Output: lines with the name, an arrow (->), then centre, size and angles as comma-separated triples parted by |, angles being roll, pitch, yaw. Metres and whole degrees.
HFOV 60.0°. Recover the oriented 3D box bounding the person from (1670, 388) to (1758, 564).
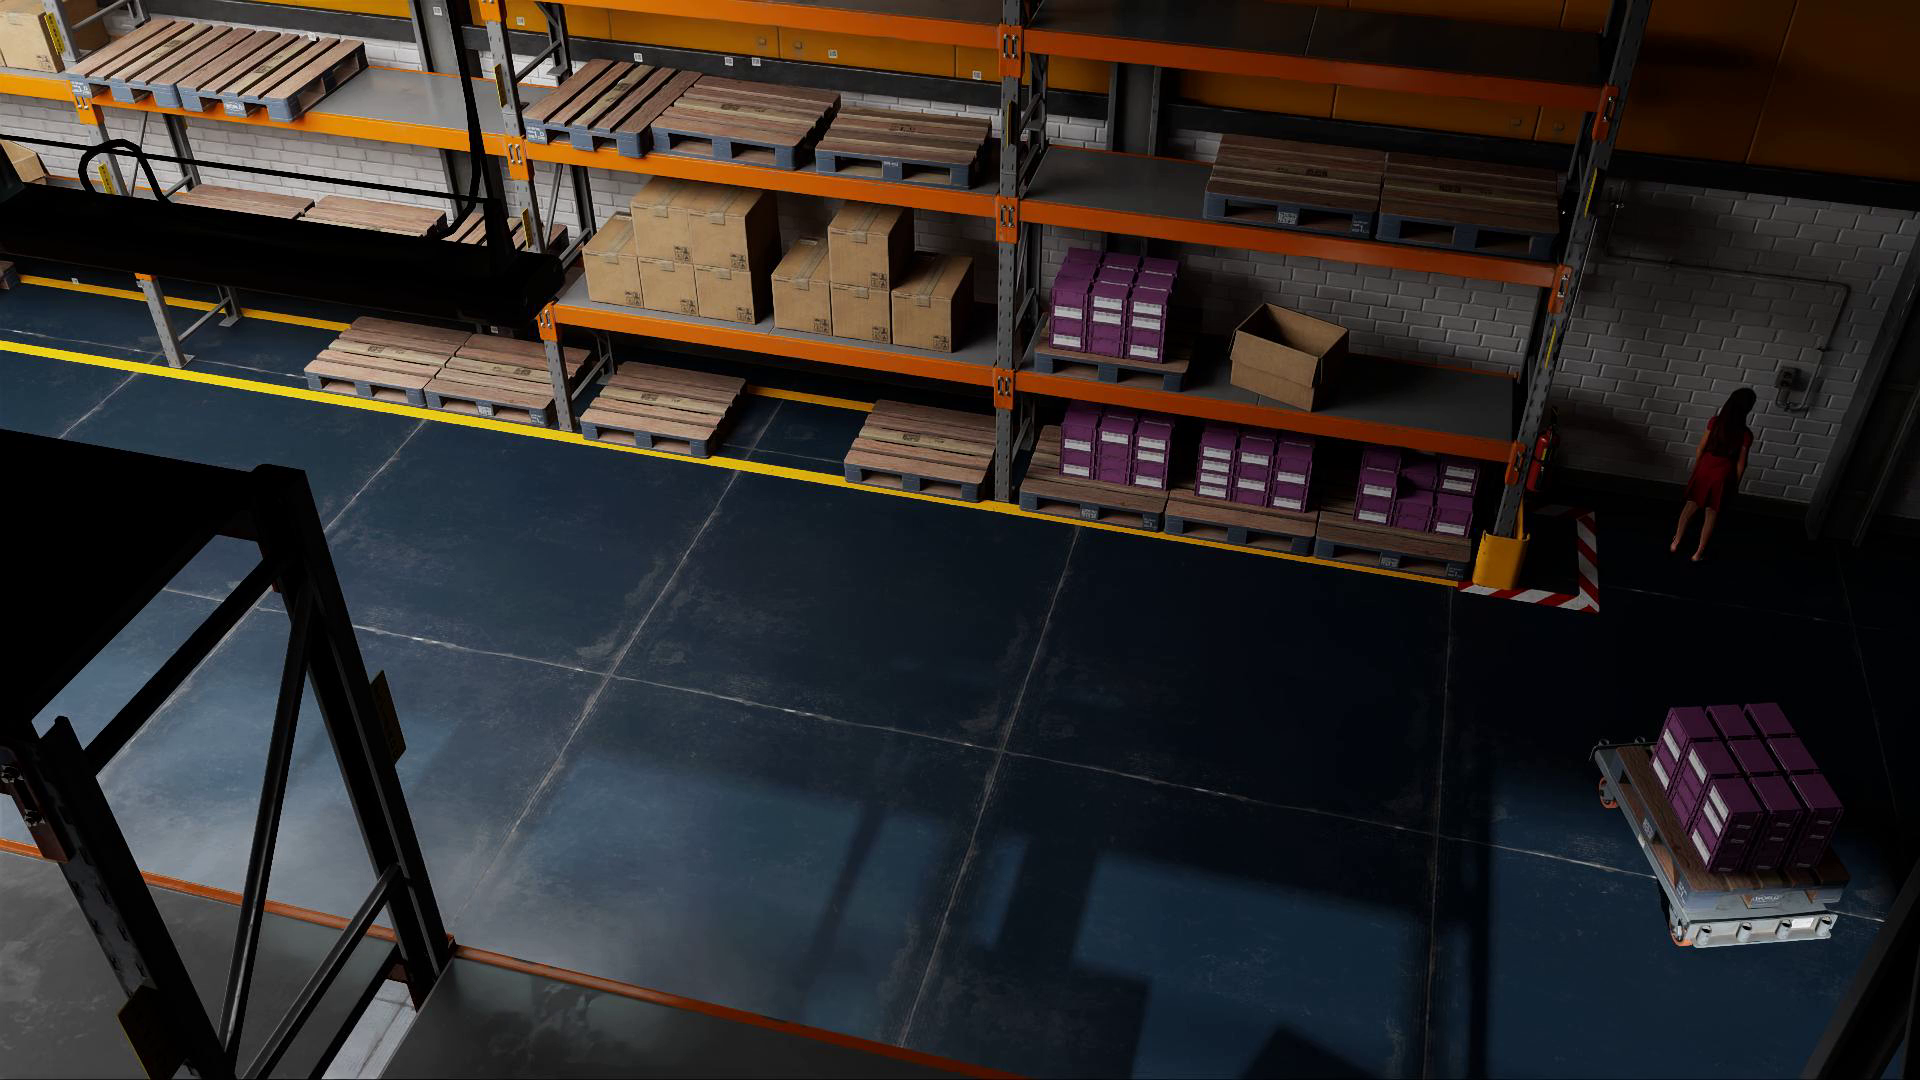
person -> 5.909, -0.520, 13.008 | 0.727, 1.553, 0.666 | -31, 48, -33
